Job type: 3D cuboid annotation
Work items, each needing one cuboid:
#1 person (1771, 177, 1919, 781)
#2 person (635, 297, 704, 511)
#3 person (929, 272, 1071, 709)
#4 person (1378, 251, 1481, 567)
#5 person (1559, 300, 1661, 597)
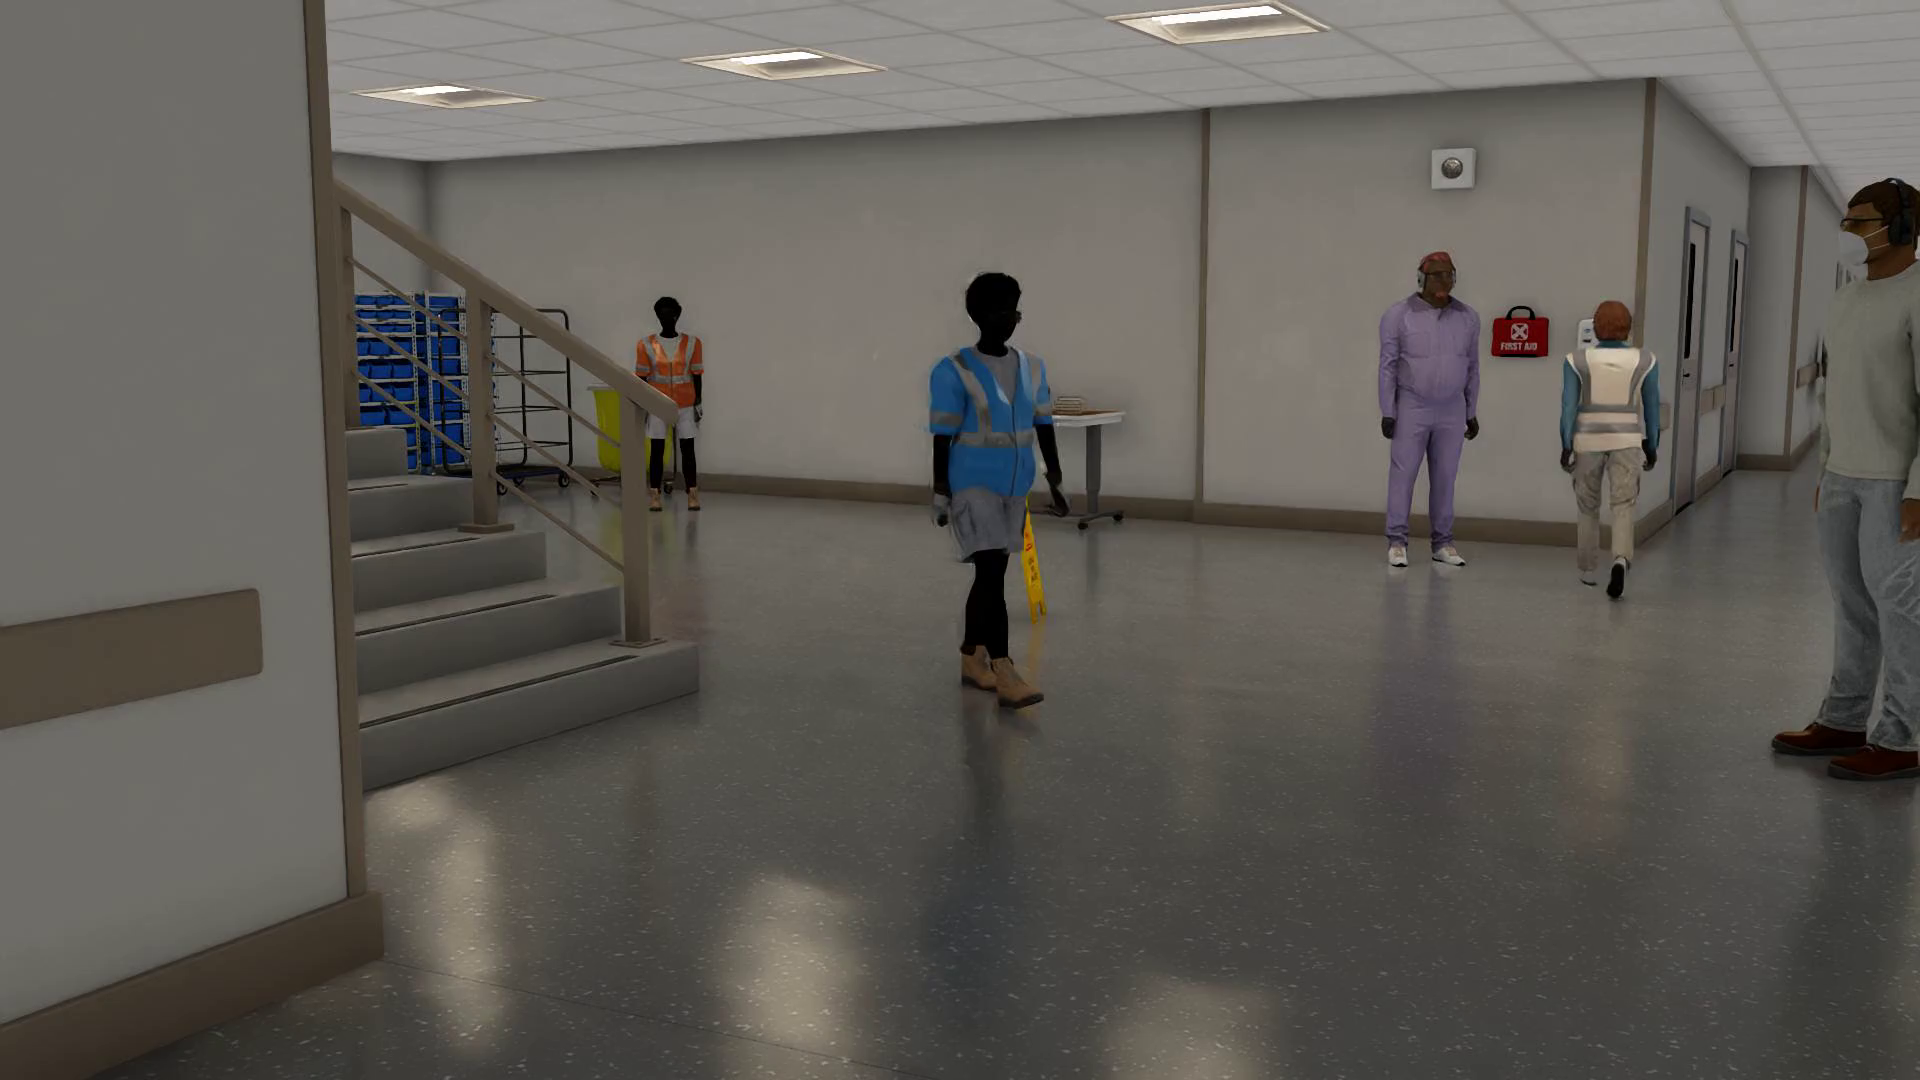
[{"bbox_3d":[2.983,-0.190,5.405,0.376,1.940,0.629,0,7,-2],"label":"person"},{"bbox_3d":[-2.276,-1.061,13.073,0.536,1.689,0.323,-2,8,-13],"label":"person"},{"bbox_3d":[0.198,-0.187,6.432,0.538,1.666,0.784,-6,10,-39],"label":"person"},{"bbox_3d":[2.867,-0.788,10.128,0.641,1.909,0.409,-1,7,-6],"label":"person"},{"bbox_3d":[3.556,-0.507,9.106,0.526,1.608,0.780,2,8,16],"label":"person"}]
